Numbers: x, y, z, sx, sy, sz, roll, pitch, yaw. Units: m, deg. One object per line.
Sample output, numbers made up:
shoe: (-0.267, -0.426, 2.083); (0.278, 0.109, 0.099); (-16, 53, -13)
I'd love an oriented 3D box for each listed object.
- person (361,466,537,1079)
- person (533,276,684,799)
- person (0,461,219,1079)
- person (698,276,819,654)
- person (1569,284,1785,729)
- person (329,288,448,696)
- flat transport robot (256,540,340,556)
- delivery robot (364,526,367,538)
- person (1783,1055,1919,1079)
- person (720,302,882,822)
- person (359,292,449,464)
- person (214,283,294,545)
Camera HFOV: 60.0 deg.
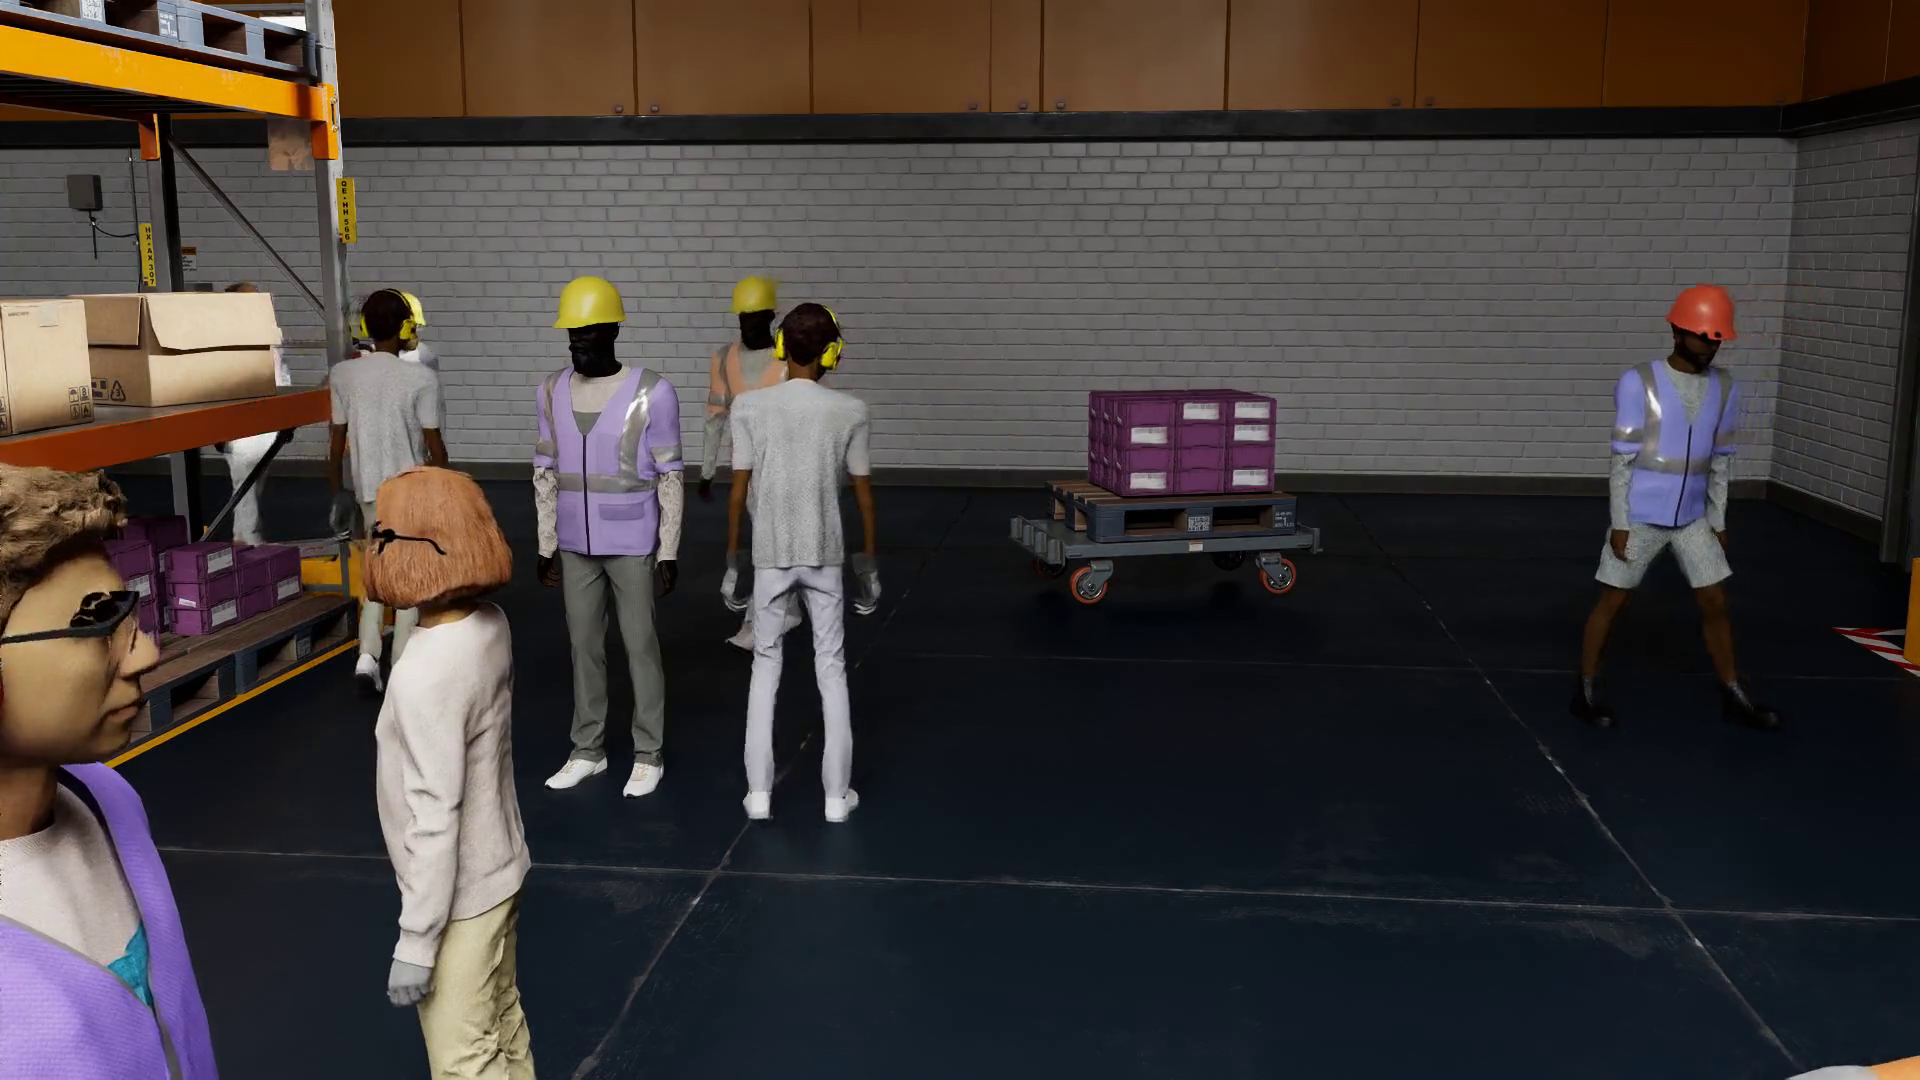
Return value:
person: (-0.950, 0.672, 3.120); (0.280, 1.636, 0.500); (-1, 10, -4)
person: (-1.313, -0.002, 6.146); (0.594, 1.925, 0.377); (3, 10, 18)
person: (-0.847, 0.847, 1.515); (0.382, 1.846, 0.571); (-1, 10, -8)
person: (-1.042, -0.374, 8.394); (0.608, 1.876, 0.967); (4, 11, 22)
person: (3.046, -0.122, 6.968); (0.724, 1.897, 0.523); (-2, 10, -9)
person: (-2.506, -0.179, 7.370); (0.543, 1.851, 0.401); (1, 10, 8)
flat transport robot: (-4.113, 0.166, 9.924); (1.431, 0.197, 0.652); (-6, 12, -30)
delivery robot: (-3.230, 0.056, 9.475); (0.477, 0.478, 0.707); (-9, 13, -41)
person: (0.807, 0.979, 1.260); (0.538, 1.667, 0.754); (4, 11, 21)
person: (-0.561, 0.087, 5.900); (0.573, 1.842, 0.353); (-1, 10, -6)
person: (-3.437, -0.616, 10.130); (0.936, 1.785, 0.595); (6, 11, 29)
person: (-4.596, -0.754, 10.817); (0.647, 1.810, 0.640); (4, 11, 22)
